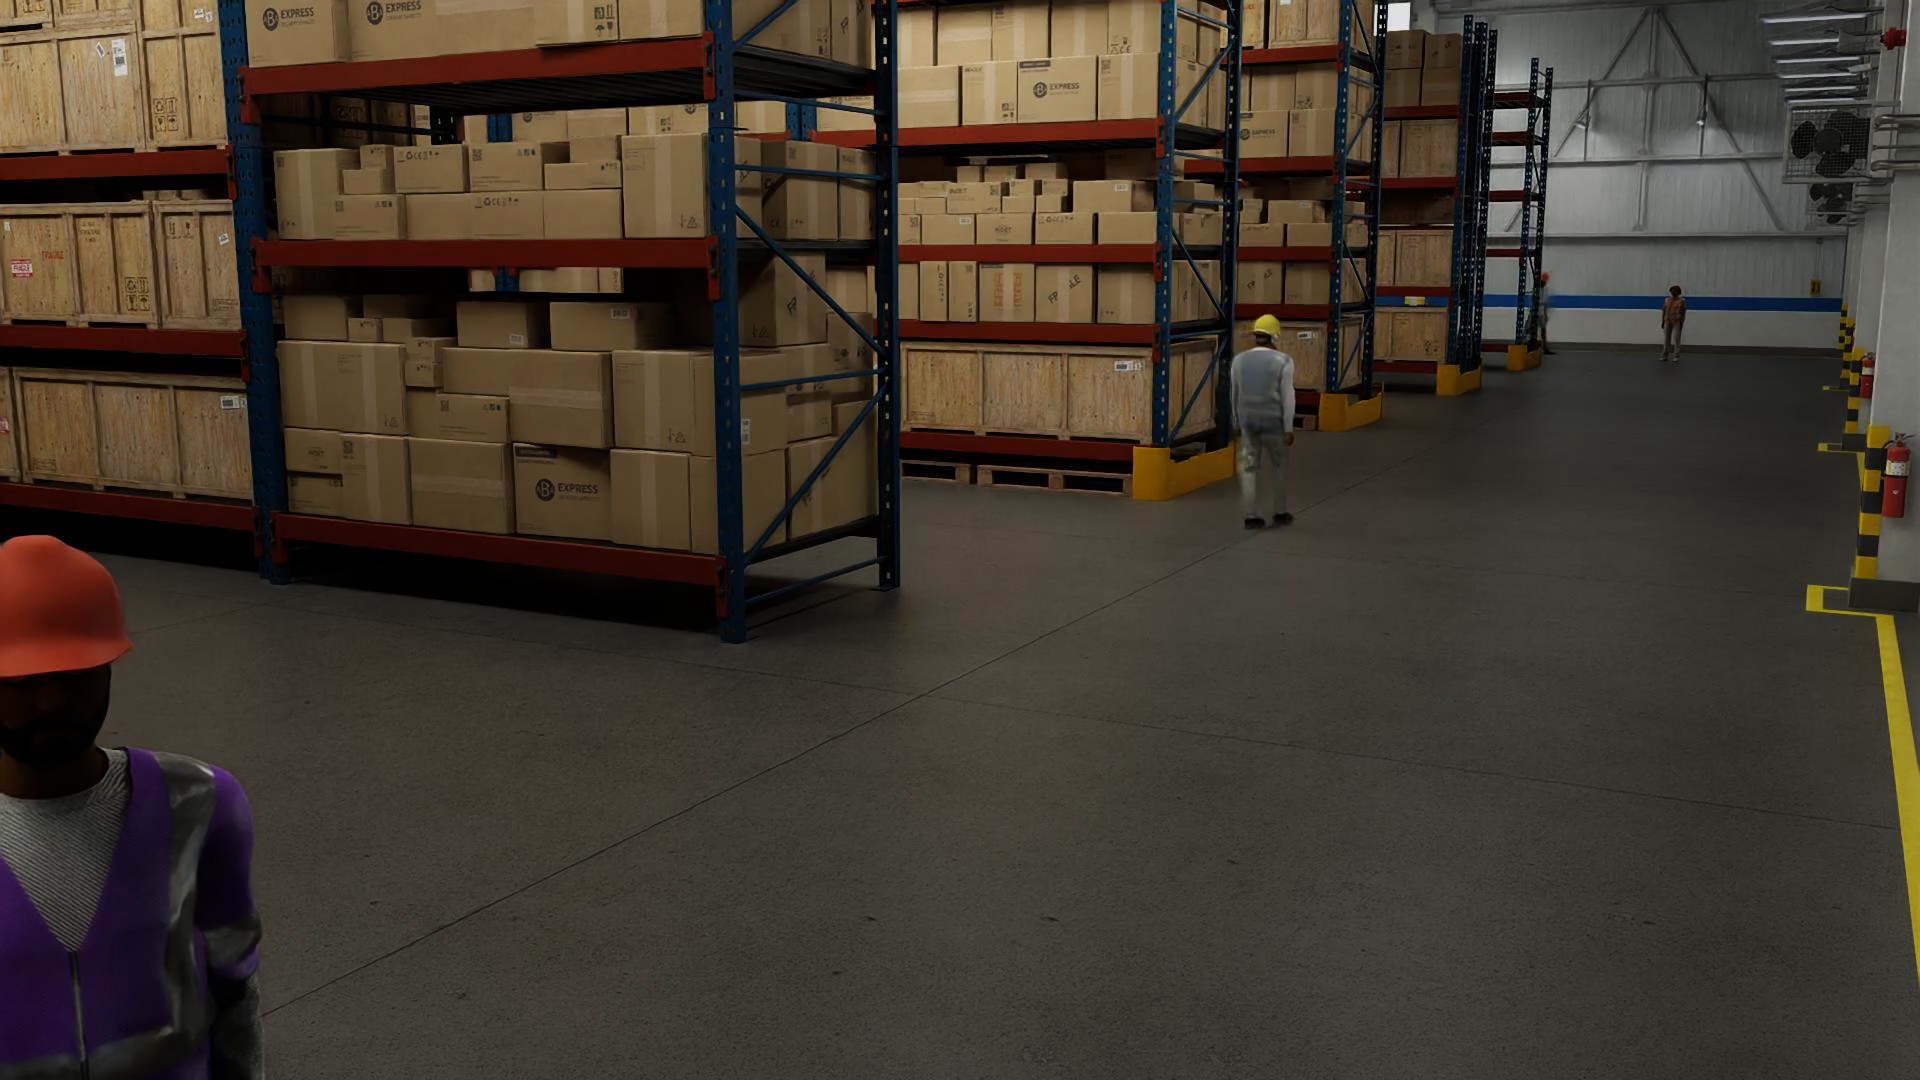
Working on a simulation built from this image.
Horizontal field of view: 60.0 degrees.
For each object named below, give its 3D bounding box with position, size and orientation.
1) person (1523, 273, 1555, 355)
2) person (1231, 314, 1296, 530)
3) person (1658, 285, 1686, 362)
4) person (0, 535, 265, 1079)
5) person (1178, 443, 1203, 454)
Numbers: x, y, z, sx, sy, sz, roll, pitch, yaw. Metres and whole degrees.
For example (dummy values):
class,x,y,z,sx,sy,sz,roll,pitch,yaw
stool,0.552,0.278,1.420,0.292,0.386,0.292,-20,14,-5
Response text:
class,x,y,z,sx,sy,sz,roll,pitch,yaw
person,13.268,-5.183,38.186,0.767,1.882,0.554,-4,11,-22
person,2.628,-1.006,14.151,0.628,1.808,0.700,7,12,36
person,15.353,-4.657,35.805,0.307,1.638,0.511,-8,13,-39
person,-1.293,0.950,2.464,0.545,1.942,0.352,-7,12,-34
person,2.293,-1.800,18.775,0.936,1.801,0.657,8,12,38
